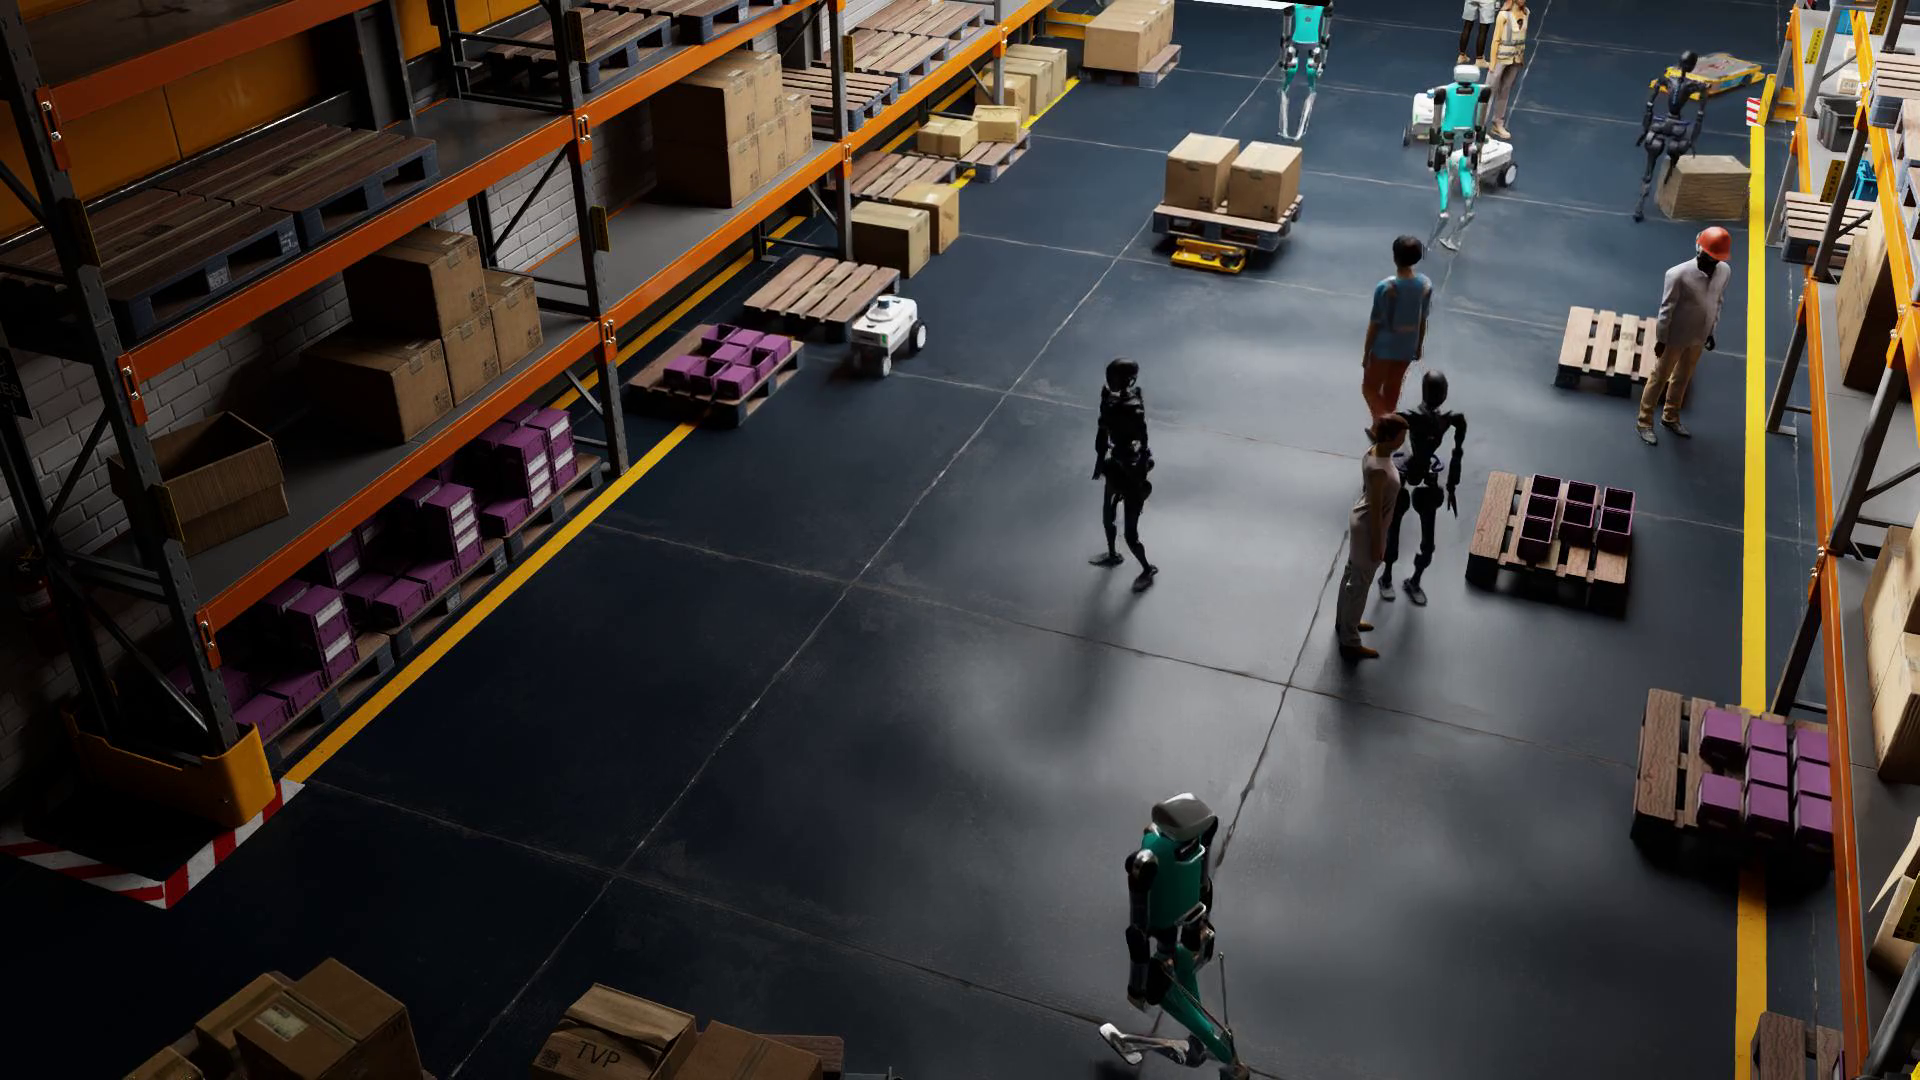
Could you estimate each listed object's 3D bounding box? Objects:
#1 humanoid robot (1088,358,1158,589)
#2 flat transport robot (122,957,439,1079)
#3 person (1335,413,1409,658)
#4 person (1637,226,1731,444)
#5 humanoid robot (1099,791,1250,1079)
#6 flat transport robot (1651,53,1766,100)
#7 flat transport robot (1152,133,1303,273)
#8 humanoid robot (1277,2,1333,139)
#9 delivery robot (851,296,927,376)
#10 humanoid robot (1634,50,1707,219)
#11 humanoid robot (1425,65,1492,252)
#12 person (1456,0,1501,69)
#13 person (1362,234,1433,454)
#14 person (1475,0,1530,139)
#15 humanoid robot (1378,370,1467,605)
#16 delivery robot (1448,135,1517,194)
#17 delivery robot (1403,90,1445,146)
[{"bbox_3d":[1.113,-0.471,11.019,0.390,1.638,0.590,-16,36,-23],"label":"humanoid robot"},{"bbox_3d":[-3.088,2.751,7.334,0.659,0.231,1.431,20,38,28],"label":"flat transport robot"},{"bbox_3d":[2.571,-0.046,10.381,0.284,1.657,0.452,4,33,7],"label":"person"},{"bbox_3d":[5.533,-1.564,12.650,0.558,1.744,0.332,-11,34,-16],"label":"person"},{"bbox_3d":[1.075,1.931,7.287,1.070,1.746,0.554,28,42,36],"label":"humanoid robot"},{"bbox_3d":[9.193,-5.686,20.391,1.431,0.231,0.659,-22,39,-30],"label":"flat transport robot"},{"bbox_3d":[2.596,-2.976,16.197,0.659,0.231,1.431,14,35,21],"label":"flat transport robot"},{"bbox_3d":[3.816,-5.356,18.521,0.551,1.772,0.654,5,33,7],"label":"humanoid robot"},{"bbox_3d":[-0.639,-1.775,14.069,0.499,0.587,0.777,12,35,18],"label":"delivery robot"},{"bbox_3d":[7.078,-4.039,16.581,0.601,1.641,0.713,20,38,28],"label":"humanoid robot"},{"bbox_3d":[4.703,-3.510,15.675,0.542,1.794,0.658,-2,33,-3],"label":"humanoid robot"},{"bbox_3d":[6.508,-6.747,20.713,0.320,1.698,0.536,-24,40,-32],"label":"person"},{"bbox_3d":[3.269,-1.424,12.434,0.503,1.750,0.593,-8,34,-11],"label":"person"},{"bbox_3d":[6.062,-5.307,18.412,0.481,1.776,0.321,-16,36,-23],"label":"person"},{"bbox_3d":[2.957,-0.343,10.826,0.589,1.653,0.330,-2,33,-3],"label":"humanoid robot"},{"bbox_3d":[5.480,-3.954,17.465,0.792,0.614,0.499,-25,41,-33],"label":"delivery robot"},{"bbox_3d":[5.252,-4.724,18.655,0.499,0.611,0.800,7,34,11],"label":"delivery robot"}]
